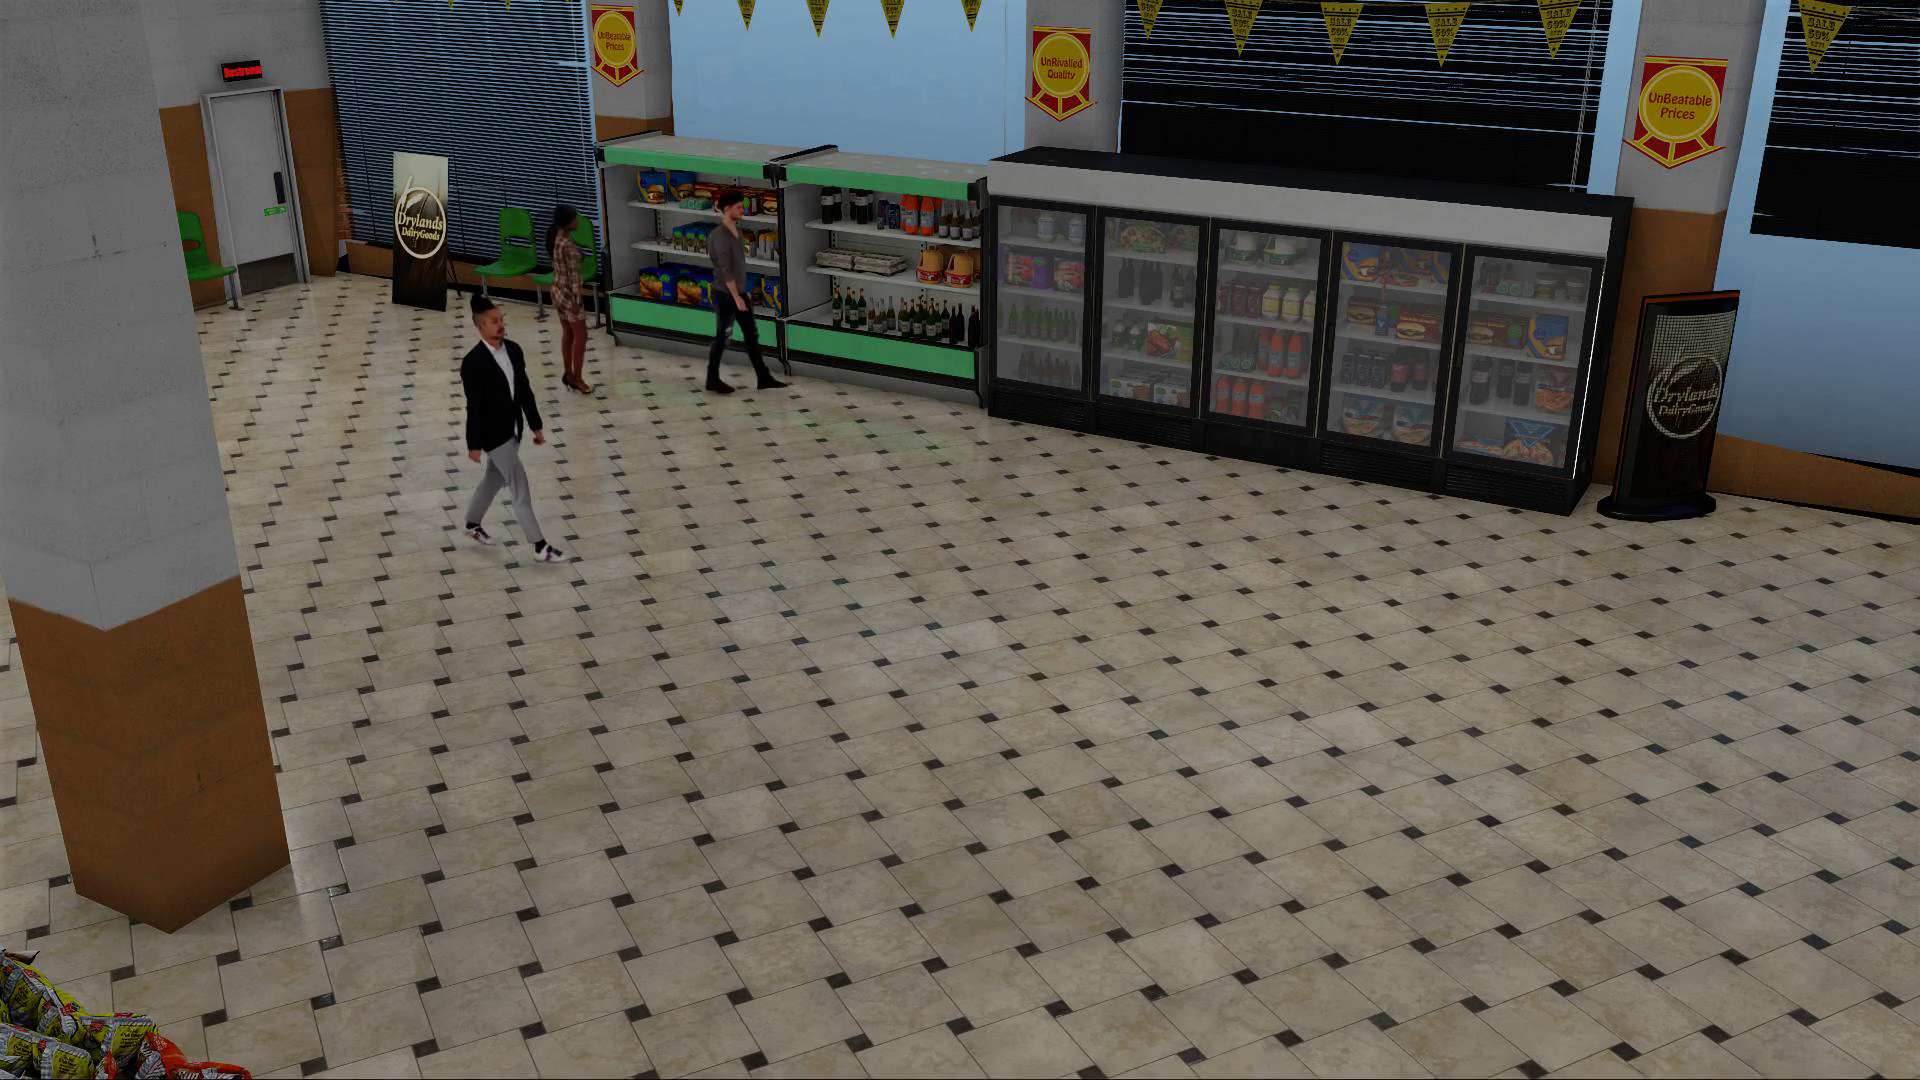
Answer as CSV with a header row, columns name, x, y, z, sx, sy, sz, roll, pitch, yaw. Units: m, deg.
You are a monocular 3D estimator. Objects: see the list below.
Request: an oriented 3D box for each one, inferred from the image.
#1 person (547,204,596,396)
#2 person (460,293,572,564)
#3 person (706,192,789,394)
name,x,y,z,sx,sy,sz,roll,pitch,yaw
person,-3.646,-2.215,15.426,0.750,1.788,0.637,-13,25,-29
person,-3.302,-0.773,11.682,1.252,1.903,0.800,10,24,23
person,-2.204,-2.261,15.428,1.065,1.872,0.823,7,23,16
